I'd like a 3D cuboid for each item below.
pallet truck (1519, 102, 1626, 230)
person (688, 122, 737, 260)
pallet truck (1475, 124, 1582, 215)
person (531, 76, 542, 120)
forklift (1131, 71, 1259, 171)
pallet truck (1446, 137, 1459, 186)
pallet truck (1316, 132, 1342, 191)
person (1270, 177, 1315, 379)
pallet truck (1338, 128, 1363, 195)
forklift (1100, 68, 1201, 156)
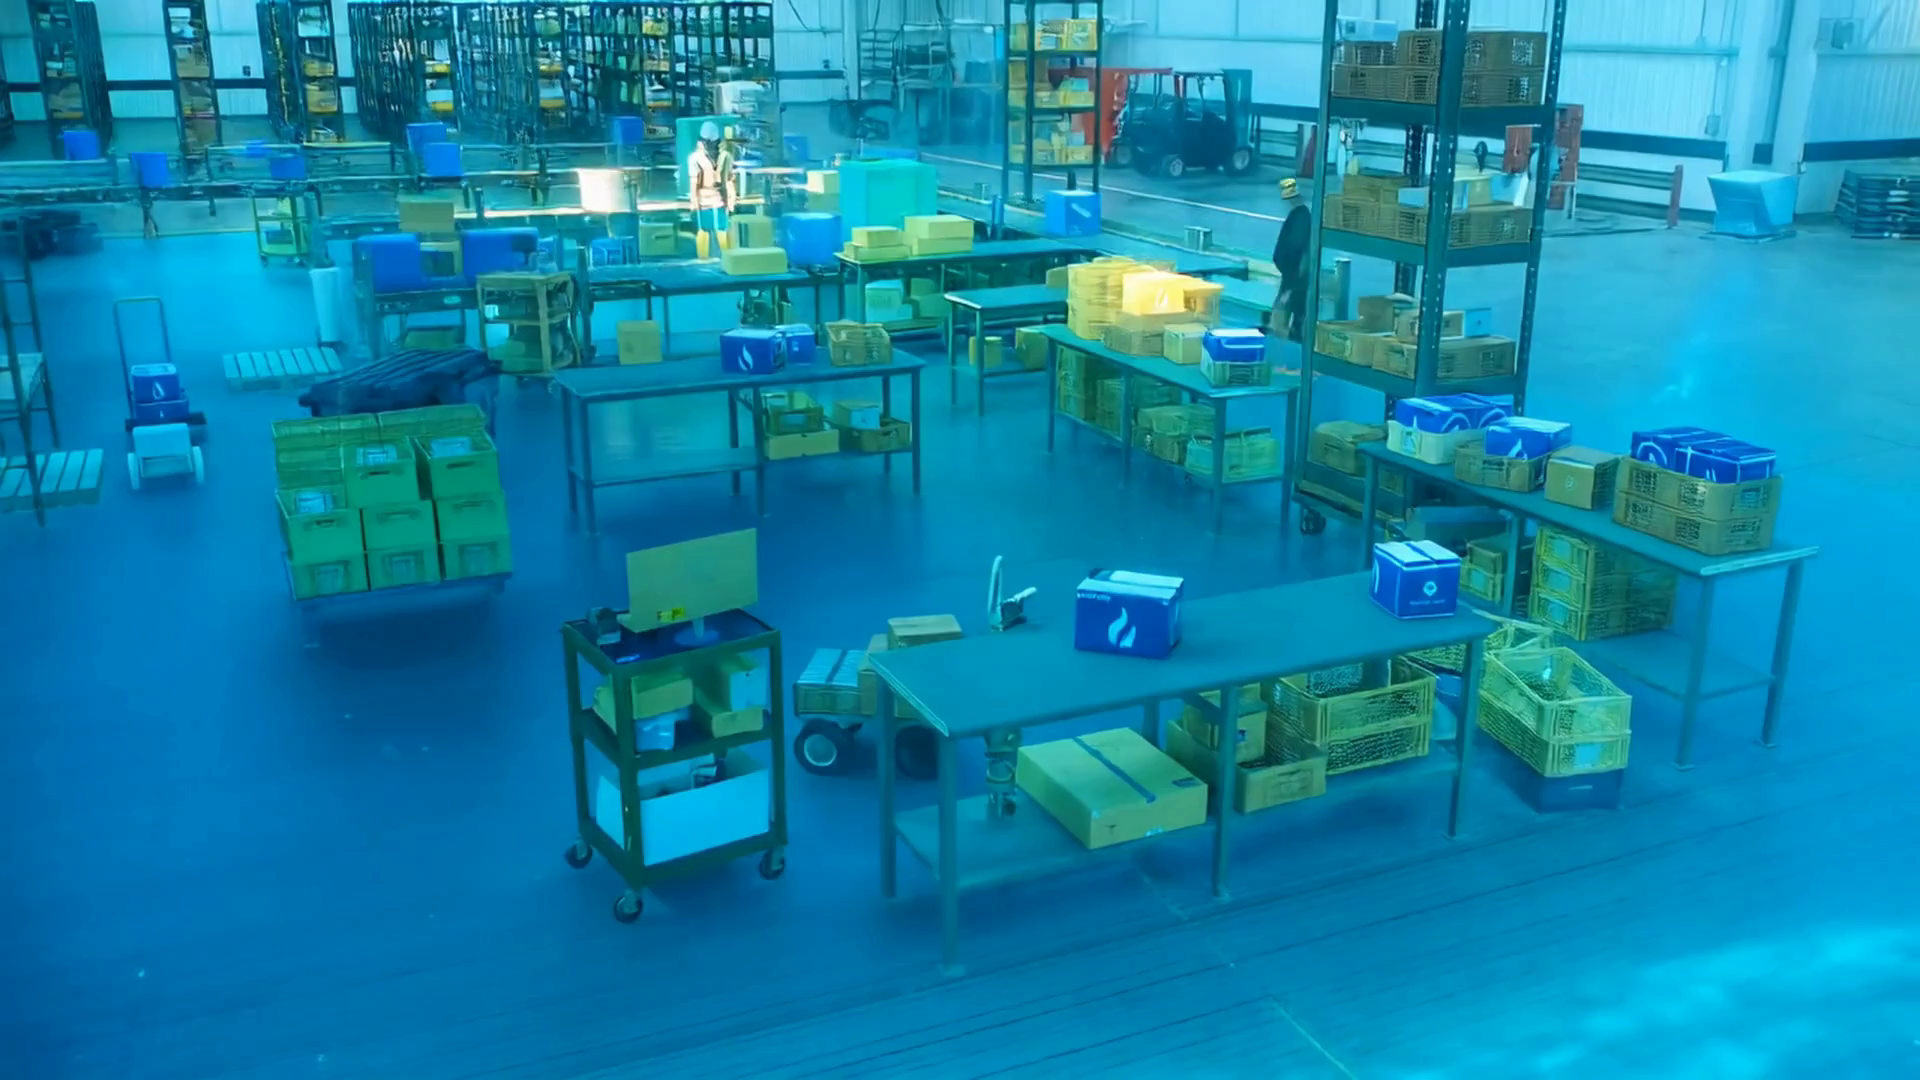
[{"bbox_3d":[9.972,-6.037,26.785,1.885,1.965,0.823,-9,20,-25],"label":"pallet truck"},{"bbox_3d":[-3.122,-4.252,21.098,0.605,2.038,0.394,-8,19,-22],"label":"person"},{"bbox_3d":[9.707,-6.455,28.103,1.885,1.965,0.823,-7,19,-20],"label":"pallet truck"},{"bbox_3d":[-11.694,-12.067,46.040,0.389,1.837,0.563,-7,19,-21],"label":"person"},{"bbox_3d":[4.998,-8.936,35.413,2.680,1.987,1.157,-9,20,-25],"label":"forklift"},{"bbox_3d":[9.184,-6.485,29.328,1.630,1.274,0.653,-8,19,-23],"label":"pallet truck"},{"bbox_3d":[7.723,-7.504,32.656,1.601,1.201,0.680,-8,19,-23],"label":"pallet truck"},{"bbox_3d":[3.114,-2.451,15.653,0.639,1.892,0.694,3,18,10],"label":"person"},{"bbox_3d":[7.845,-7.140,31.411,1.522,1.261,0.704,-9,20,-25],"label":"pallet truck"},{"bbox_3d":[4.082,-9.564,37.410,2.680,1.987,1.157,-8,19,-23],"label":"forklift"}]
